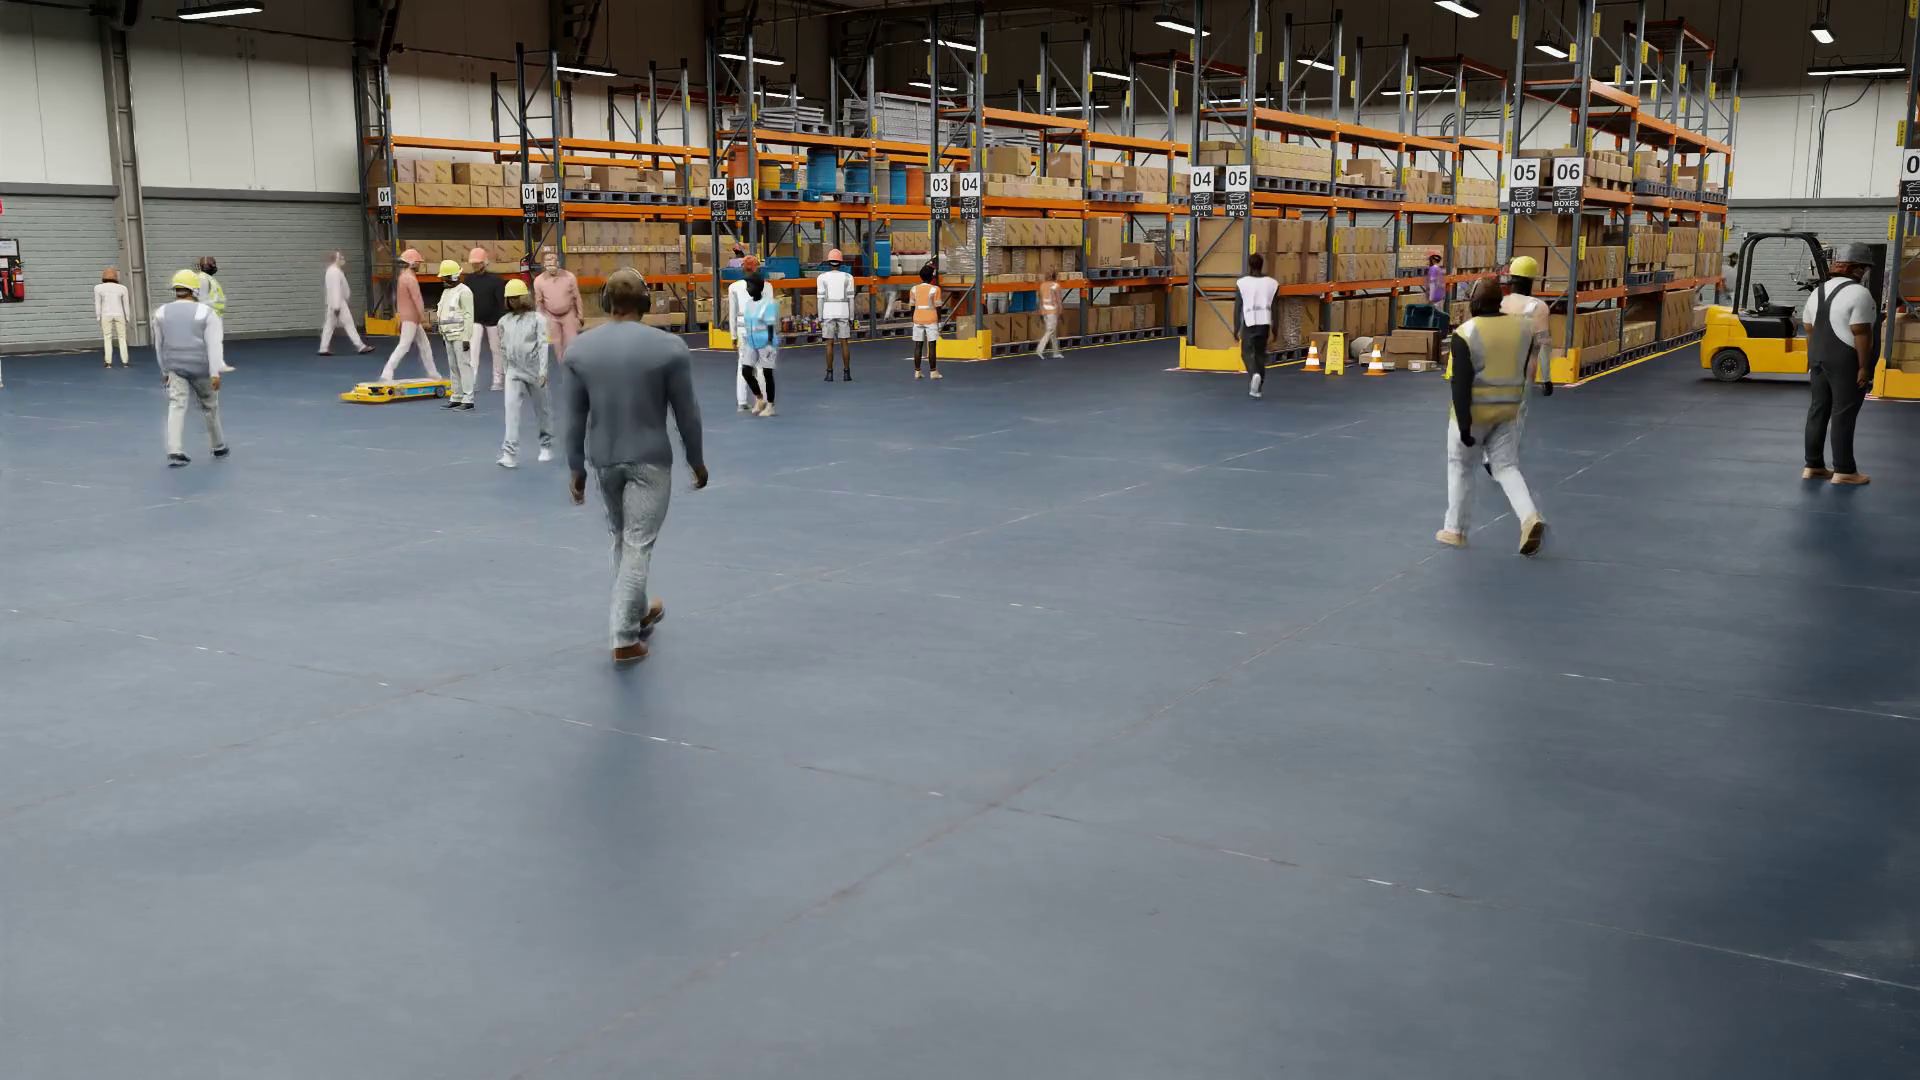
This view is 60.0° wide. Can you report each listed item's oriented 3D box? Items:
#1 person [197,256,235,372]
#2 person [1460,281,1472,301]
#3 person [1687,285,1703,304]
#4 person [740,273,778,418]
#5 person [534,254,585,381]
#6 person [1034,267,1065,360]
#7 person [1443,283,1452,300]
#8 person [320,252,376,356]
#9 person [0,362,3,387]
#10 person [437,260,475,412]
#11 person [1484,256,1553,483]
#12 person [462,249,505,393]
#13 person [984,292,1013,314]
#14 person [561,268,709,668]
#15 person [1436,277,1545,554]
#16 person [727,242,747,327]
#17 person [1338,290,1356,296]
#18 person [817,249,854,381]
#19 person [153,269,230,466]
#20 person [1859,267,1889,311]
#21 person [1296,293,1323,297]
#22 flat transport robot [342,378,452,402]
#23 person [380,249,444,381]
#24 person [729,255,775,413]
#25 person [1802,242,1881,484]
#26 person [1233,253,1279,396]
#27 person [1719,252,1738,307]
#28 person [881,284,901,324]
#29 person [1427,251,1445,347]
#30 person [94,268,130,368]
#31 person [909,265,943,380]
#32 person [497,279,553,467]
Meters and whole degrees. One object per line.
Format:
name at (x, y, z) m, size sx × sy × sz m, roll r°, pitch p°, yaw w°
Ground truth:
person at (-11.872, -3.556, 26.224) m, size 0.650 × 1.825 × 0.631 m, roll -2°, pitch 10°, yaw -12°
person at (12.712, -6.324, 41.544) m, size 0.460 × 1.922 × 0.563 m, roll 3°, pitch 11°, yaw 18°
person at (17.080, -5.635, 38.458) m, size 0.848 × 1.593 × 0.527 m, roll 6°, pitch 12°, yaw 30°
person at (-2.327, -2.253, 19.330) m, size 0.549 × 1.680 × 0.376 m, roll 7°, pitch 12°, yaw 33°
person at (-5.886, -3.256, 24.430) m, size 0.704 × 1.865 × 0.461 m, roll -1°, pitch 10°, yaw -8°
person at (1.559, -3.948, 29.014) m, size 0.781 × 1.612 × 0.531 m, roll -7°, pitch 12°, yaw -36°
person at (12.166, -6.408, 41.605) m, size 0.642 × 2.023 × 0.435 m, roll 9°, pitch 13°, yaw 40°
person at (-11.146, -4.253, 30.019) m, size 0.978 × 1.855 × 0.662 m, roll -6°, pitch 12°, yaw -30°
person at (-13.717, -3.065, 23.293) m, size 0.584 × 1.883 × 0.346 m, roll 4°, pitch 11°, yaw 20°
person at (-6.092, -2.461, 20.090) m, size 0.404 × 1.822 × 0.587 m, roll -9°, pitch 14°, yaw -42°
person at (4.695, -1.420, 13.993) m, size 0.421 × 1.908 × 0.598 m, roll -7°, pitch 12°, yaw -35°
person at (-6.465, -2.960, 22.554) m, size 0.616 × 1.941 × 0.978 m, roll 0°, pitch 10°, yaw 2°
person at (0.751, -4.812, 32.976) m, size 0.630 × 1.932 × 0.373 m, roll 1°, pitch 10°, yaw 5°
person at (-1.569, -0.381, 8.227) m, size 0.641 × 1.895 × 0.971 m, roll 2°, pitch 10°, yaw 13°
person at (3.482, -0.813, 10.898) m, size 0.619 × 1.815 × 0.832 m, roll -3°, pitch 10°, yaw -15°
person at (-4.815, -5.497, 36.470) m, size 0.615 × 2.042 × 0.372 m, roll 8°, pitch 13°, yaw 39°
person at (8.488, -5.395, 36.476) m, size 0.345 × 1.840 × 0.504 m, roll -7°, pitch 12°, yaw -34°
person at (-1.827, -3.296, 24.438) m, size 0.549 × 1.936 × 0.377 m, roll -2°, pitch 10°, yaw -8°
person at (-7.082, -1.585, 15.291) m, size 0.611 × 1.786 × 0.924 m, roll 0°, pitch 10°, yaw -1°
person at (17.300, -4.569, 31.631) m, size 0.581 × 1.918 × 0.390 m, roll 6°, pitch 12°, yaw 29°
person at (7.150, -4.957, 33.948) m, size 0.673 × 1.855 × 0.960 m, roll 7°, pitch 12°, yaw 32°
flat transport robot at (-7.234, -1.963, 21.643) m, size 0.652 × 0.197 × 1.431 m, roll 6°, pitch 12°, yaw 32°
person at (-7.687, -3.079, 23.234) m, size 1.037 × 1.948 × 0.614 m, roll -5°, pitch 11°, yaw -24°
person at (-2.482, -2.456, 19.904) m, size 0.573 × 1.879 × 0.341 m, roll 3°, pitch 11°, yaw 18°
person at (7.519, -1.507, 14.131) m, size 0.537 × 2.000 × 0.674 m, roll -2°, pitch 10°, yaw -11°
person at (3.908, -2.812, 21.848) m, size 0.622 × 1.896 × 0.579 m, roll -1°, pitch 10°, yaw -8°
person at (17.570, -5.655, 38.019) m, size 0.481 × 1.820 × 0.951 m, roll -1°, pitch 10°, yaw -8°
person at (-1.768, -6.245, 41.866) m, size 0.503 × 1.604 × 0.789 m, roll 5°, pitch 11°, yaw 25°
person at (9.146, -4.621, 32.045) m, size 0.379 × 1.883 × 0.660 m, roll 5°, pitch 11°, yaw 28°
person at (-13.844, -3.628, 27.188) m, size 0.505 × 1.623 × 0.292 m, roll -6°, pitch 12°, yaw -30°
person at (-0.504, -3.238, 24.788) m, size 0.537 × 1.696 × 0.321 m, roll 5°, pitch 11°, yaw 28°
person at (-3.981, -1.529, 15.210) m, size 0.500 × 1.696 × 0.898 m, roll 1°, pitch 10°, yaw 7°
